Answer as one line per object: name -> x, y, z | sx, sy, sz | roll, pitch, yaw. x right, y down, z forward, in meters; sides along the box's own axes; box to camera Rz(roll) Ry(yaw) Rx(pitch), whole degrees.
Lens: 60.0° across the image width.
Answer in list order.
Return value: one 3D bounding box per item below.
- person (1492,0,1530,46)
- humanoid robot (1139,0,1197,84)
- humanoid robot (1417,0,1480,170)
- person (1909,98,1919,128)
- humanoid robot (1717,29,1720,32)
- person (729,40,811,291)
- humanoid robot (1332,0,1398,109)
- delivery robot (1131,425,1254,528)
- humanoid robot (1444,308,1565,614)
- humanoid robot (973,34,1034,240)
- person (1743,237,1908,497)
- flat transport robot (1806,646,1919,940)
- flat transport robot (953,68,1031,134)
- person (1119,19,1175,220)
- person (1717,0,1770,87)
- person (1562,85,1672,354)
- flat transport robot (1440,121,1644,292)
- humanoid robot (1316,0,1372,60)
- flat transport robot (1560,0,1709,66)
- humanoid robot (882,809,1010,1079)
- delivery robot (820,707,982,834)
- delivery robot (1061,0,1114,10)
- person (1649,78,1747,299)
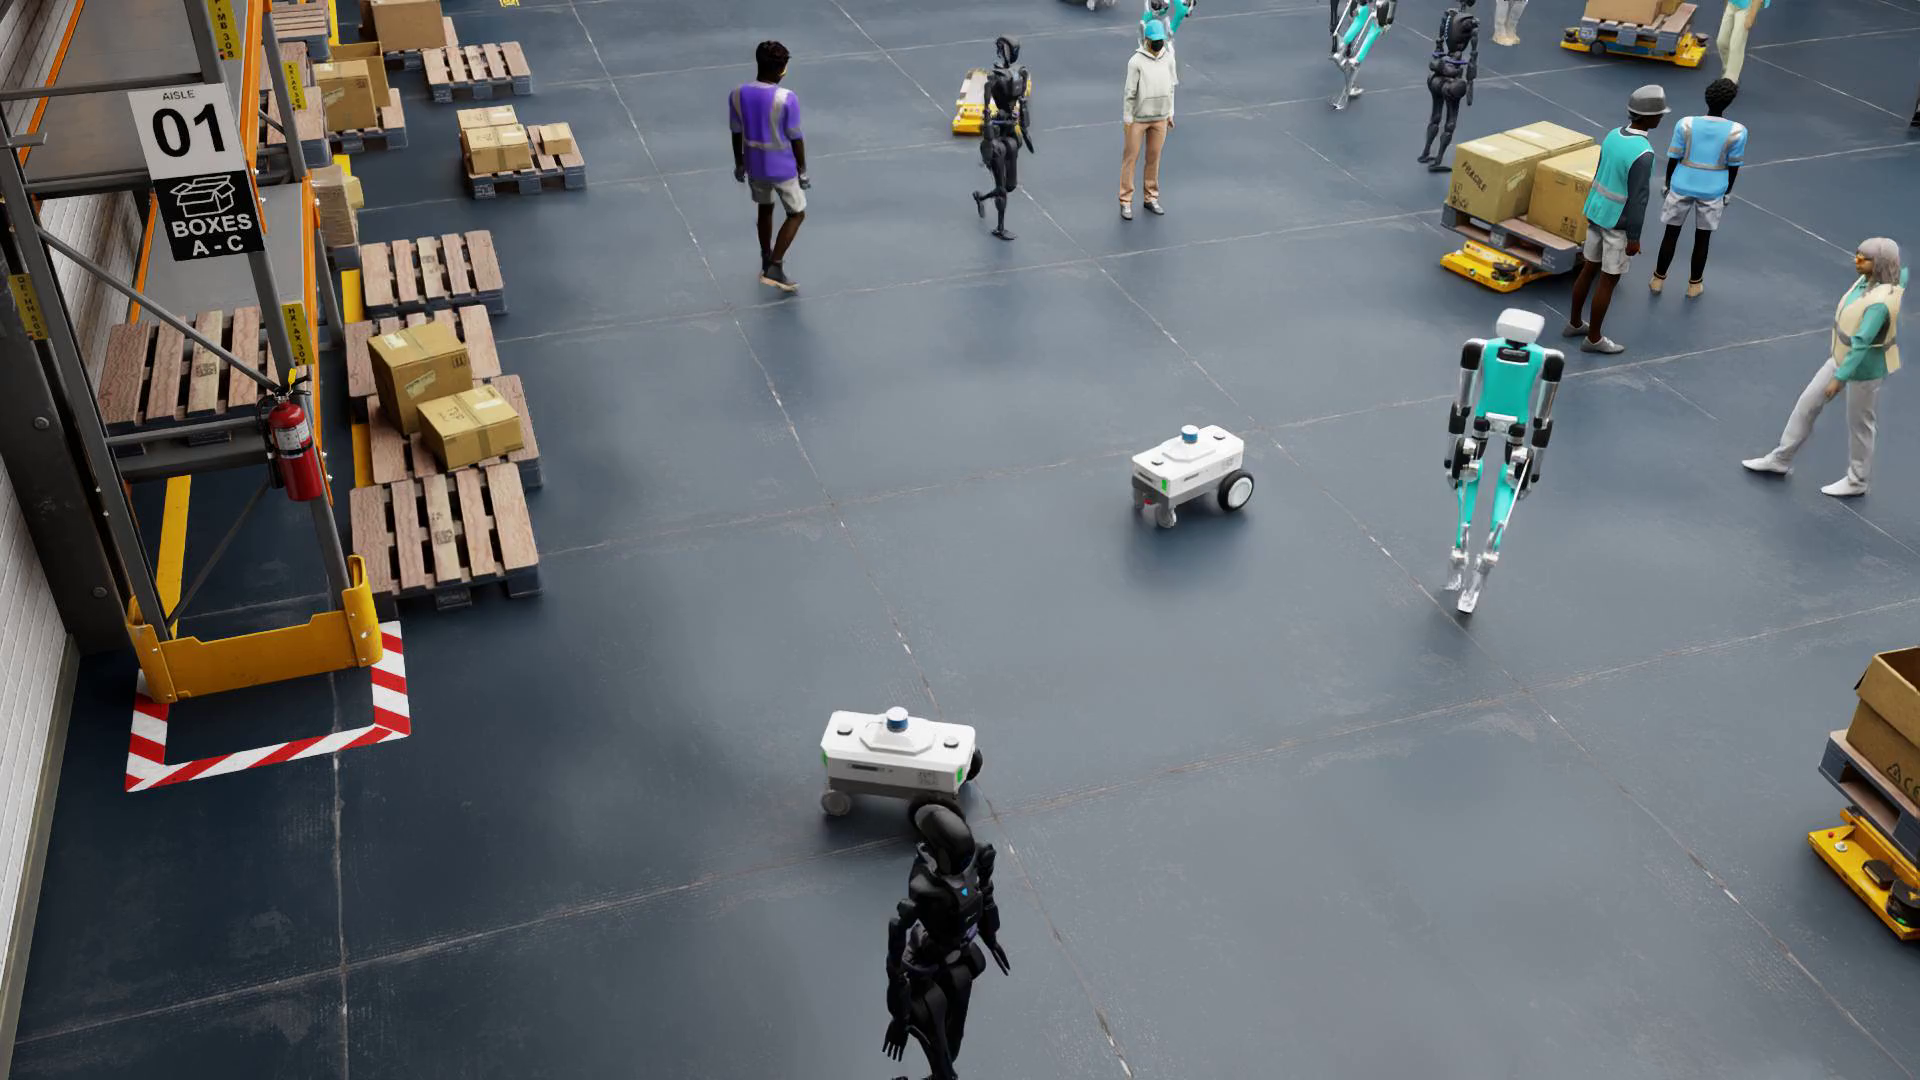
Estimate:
person -> 6.053, -6.286, 18.052 | 0.482, 1.850, 0.457 | -16, 36, -22
humanoid robot -> 2.126, -5.533, 17.063 | 0.552, 1.818, 0.786 | -13, 35, -18
humanoid robot -> 4.419, -4.192, 15.003 | 0.350, 1.650, 0.588 | -13, 35, -19
person -> 9.521, -4.880, 15.854 | 0.534, 1.899, 0.887 | 20, 38, 28
humanoid robot -> 8.639, -6.226, 18.086 | 0.567, 1.778, 0.892 | -2, 33, -4
person -> -1.466, -2.865, 12.721 | 0.686, 1.934, 0.564 | 16, 36, 23
humanoid robot -> 3.965, -5.123, 16.471 | 0.792, 1.891, 0.557 | -26, 41, -34
delivery robot -> 1.416, -0.431, 10.270 | 0.780, 0.609, 0.523 | -22, 39, -30
humanoid robot -> 2.860, -0.307, 9.001 | 0.531, 1.782, 0.823 | 11, 35, 17
humanoid robot -> 0.304, -3.347, 13.709 | 0.553, 1.639, 0.590 | 26, 41, 34
person -> 5.360, -1.037, 10.154 | 0.822, 1.677, 0.473 | 5, 33, 7
flat transport robot -> 4.744, 1.432, 7.662 | 1.431, 0.231, 0.659 | -8, 34, -12
flat transport robot -> 0.333, -4.371, 16.562 | 0.659, 0.231, 1.431 | 4, 33, 5
person -> 1.591, -3.534, 13.990 | 0.463, 1.675, 0.374 | -11, 35, -16
person -> 7.821, -5.318, 16.603 | 0.404, 1.836, 0.592 | -4, 33, -6
person -> 4.651, -2.272, 11.814 | 0.430, 1.938, 0.565 | -6, 34, -9
flat transport robot -> 4.643, -2.352, 13.466 | 1.431, 0.231, 0.659 | -20, 38, -28
humanoid robot -> 4.091, -5.914, 17.639 | 0.590, 1.646, 0.410 | 7, 34, 11
flat transport robot -> 7.394, -5.460, 18.233 | 1.431, 0.231, 0.659 | 17, 37, 24
humanoid robot -> -0.062, 1.590, 6.131 | 0.341, 1.648, 0.612 | 26, 41, 34
delivery robot -> -0.273, 1.068, 7.962 | 0.784, 0.599, 0.499 | 6, 34, 9
delivery robot -> 1.509, -6.684, 19.849 | 0.499, 0.595, 0.781 | -19, 38, -26
person -> 5.595, -2.658, 12.626 | 0.534, 1.696, 0.322 | 16, 36, 23
